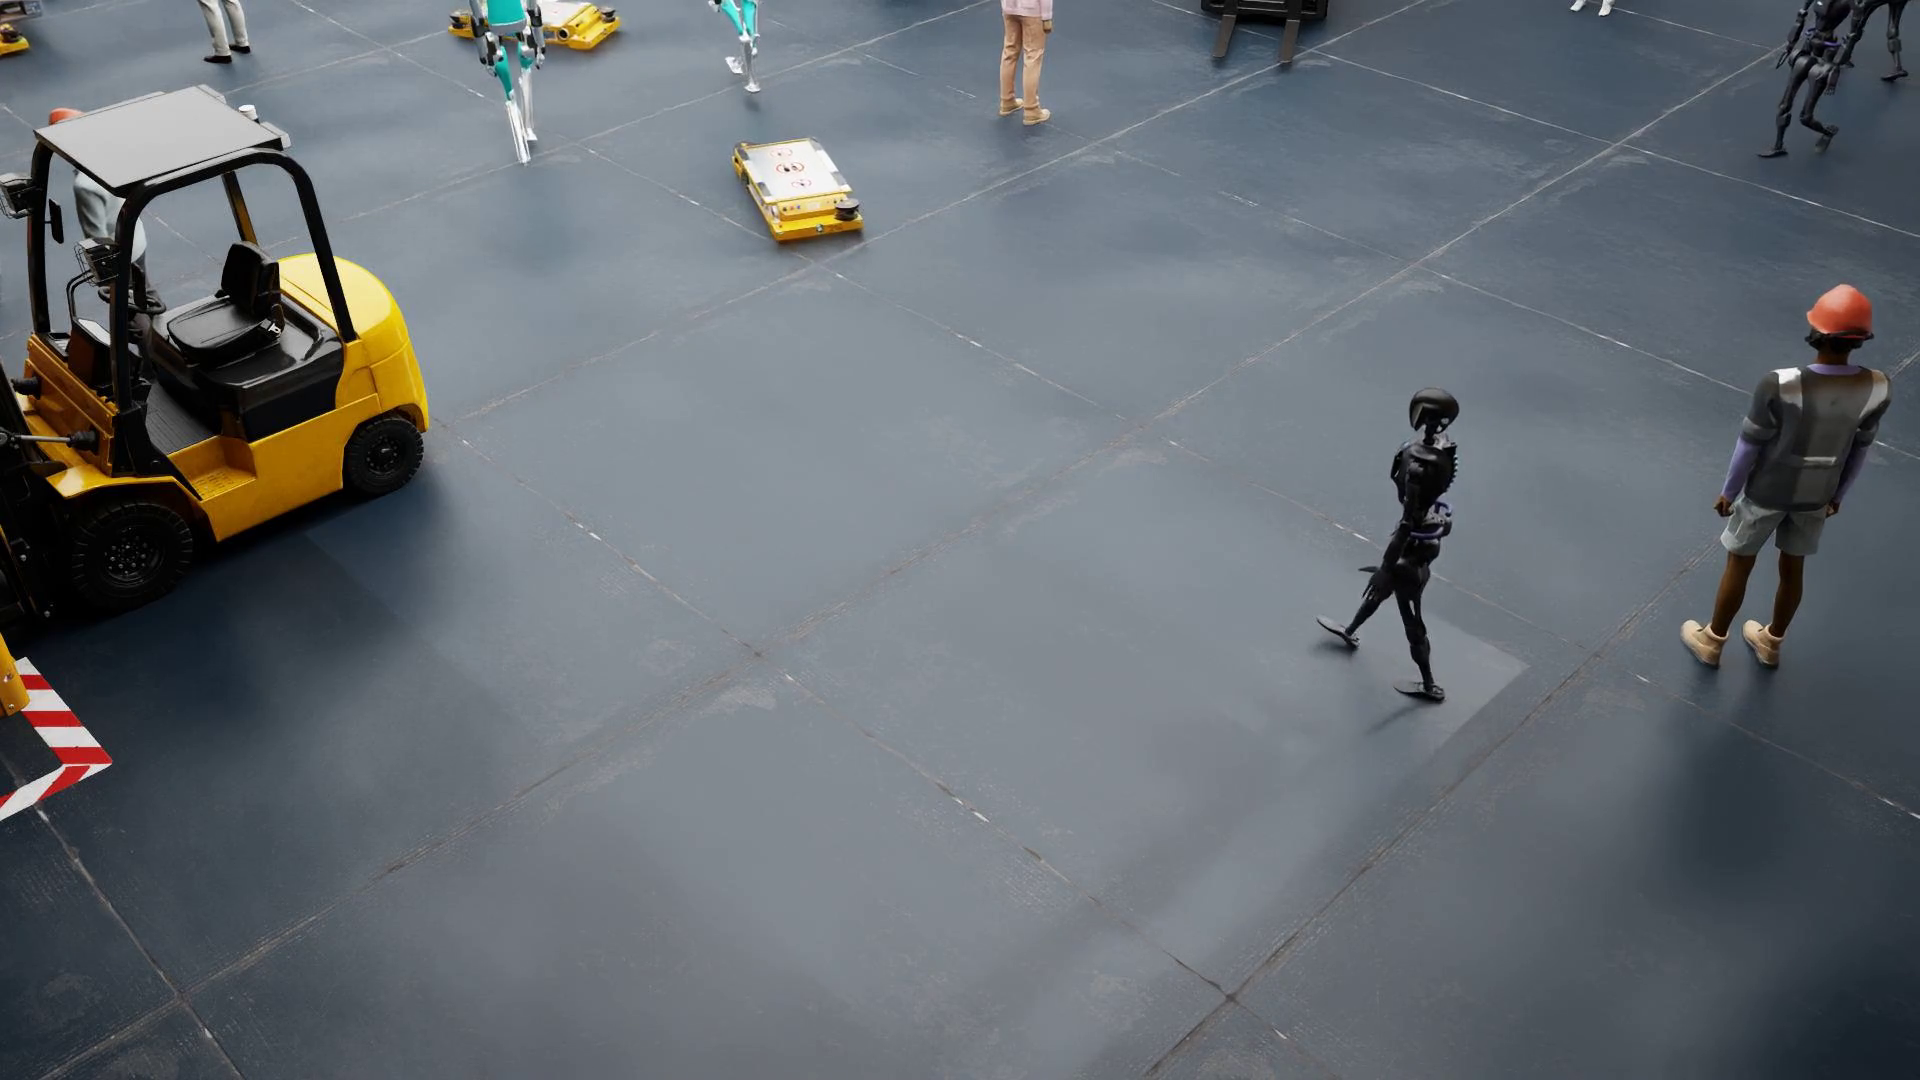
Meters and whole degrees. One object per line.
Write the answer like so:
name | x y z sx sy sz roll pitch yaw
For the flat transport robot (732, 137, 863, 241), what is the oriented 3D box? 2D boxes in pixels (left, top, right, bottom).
flat transport robot | -1.251 -2.684 12.590 0.659 0.231 1.431 -12 38 -15

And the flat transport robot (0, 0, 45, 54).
flat transport robot | -9.159 -4.734 15.334 0.659 0.231 1.431 -26 44 -30

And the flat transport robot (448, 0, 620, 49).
flat transport robot | -3.954 -4.814 15.440 1.431 0.231 0.659 9 38 12

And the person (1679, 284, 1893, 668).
person | 3.912 -0.267 7.889 0.601 2.035 0.413 0 37 0

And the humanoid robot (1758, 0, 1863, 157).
humanoid robot | 6.661 -3.749 12.845 0.542 1.636 0.612 -12 39 -16

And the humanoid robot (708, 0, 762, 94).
humanoid robot | -1.801 -4.546 13.877 0.558 1.744 1.037 -17 40 -21

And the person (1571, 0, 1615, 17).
person | 6.079 -5.763 15.570 0.519 1.633 0.315 22 42 26

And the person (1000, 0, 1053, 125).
person | 0.521 -4.263 13.447 0.528 1.777 0.407 31 47 34

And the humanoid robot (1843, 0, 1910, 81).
humanoid robot | 8.013 -4.782 14.263 0.603 1.633 0.769 -9 38 -12

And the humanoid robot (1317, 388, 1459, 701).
humanoid robot | 2.080 0.005 7.834 0.727 1.635 0.600 18 40 22

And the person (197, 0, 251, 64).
person | -6.612 -5.074 14.526 0.384 1.782 0.536 14 39 18

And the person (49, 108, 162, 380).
person | -5.187 -1.806 10.186 0.350 1.739 0.568 -3 37 -4

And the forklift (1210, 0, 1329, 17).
forklift | 3.106 -6.400 15.960 1.214 2.155 2.313 8 37 10

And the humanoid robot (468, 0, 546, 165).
humanoid robot | -3.506 -3.828 12.897 0.551 1.768 0.906 -14 39 -18

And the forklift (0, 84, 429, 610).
forklift | -4.145 -1.093 8.856 2.313 2.155 1.214 -31 47 -34
